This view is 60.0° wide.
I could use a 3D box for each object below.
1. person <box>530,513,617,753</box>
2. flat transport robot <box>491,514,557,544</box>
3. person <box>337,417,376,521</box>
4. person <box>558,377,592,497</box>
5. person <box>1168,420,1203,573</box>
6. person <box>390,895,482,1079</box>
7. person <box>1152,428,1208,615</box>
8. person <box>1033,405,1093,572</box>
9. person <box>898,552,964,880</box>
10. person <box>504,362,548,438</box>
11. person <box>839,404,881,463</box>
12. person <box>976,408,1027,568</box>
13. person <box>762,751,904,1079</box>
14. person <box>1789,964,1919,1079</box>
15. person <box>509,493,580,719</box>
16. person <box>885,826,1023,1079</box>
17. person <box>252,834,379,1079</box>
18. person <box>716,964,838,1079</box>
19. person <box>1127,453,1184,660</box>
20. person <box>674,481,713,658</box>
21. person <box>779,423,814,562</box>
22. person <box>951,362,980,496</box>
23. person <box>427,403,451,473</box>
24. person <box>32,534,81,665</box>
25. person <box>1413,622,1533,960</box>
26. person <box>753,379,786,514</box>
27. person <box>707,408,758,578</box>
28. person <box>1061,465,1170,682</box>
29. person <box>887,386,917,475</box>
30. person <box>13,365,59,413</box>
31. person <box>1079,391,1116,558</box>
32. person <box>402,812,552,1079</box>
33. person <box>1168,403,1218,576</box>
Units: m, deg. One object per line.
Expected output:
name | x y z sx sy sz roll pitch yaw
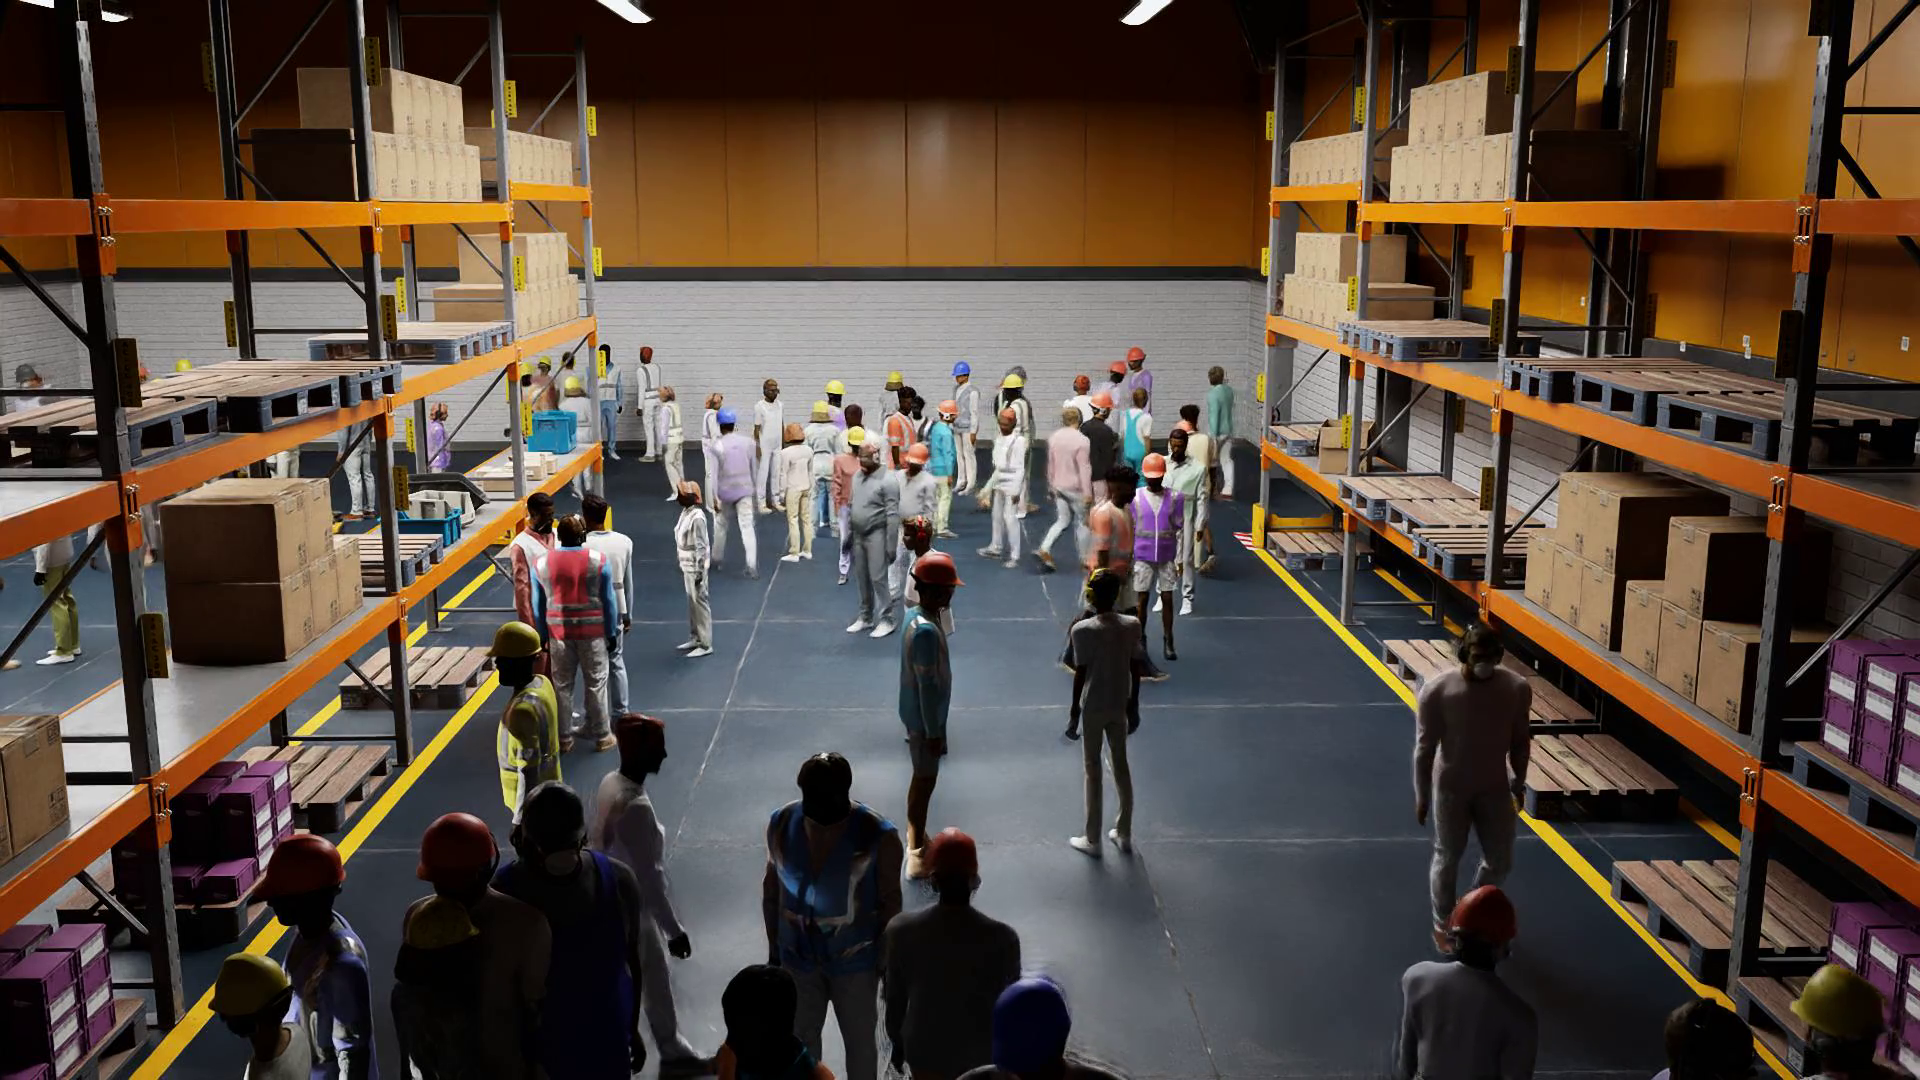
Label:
person | -2.896 0.706 12.591 0.621 1.845 0.429 0 11 -2
flat transport robot | -5.637 -0.175 20.964 0.652 0.197 1.431 1 11 6
person | -7.995 -1.213 21.974 0.373 1.940 0.628 4 12 19
person | -5.491 -1.466 23.774 0.512 1.721 0.402 -8 14 -35
person | 2.542 -0.485 18.819 0.569 1.743 0.365 -6 13 -28
person | -1.816 2.097 5.902 0.322 1.736 0.487 -9 14 -38
person | 2.221 -0.195 16.947 0.593 1.911 0.385 6 13 26
person | 1.210 -0.561 18.827 0.782 1.904 0.735 -9 14 -38
person | -0.177 1.076 10.264 0.407 2.035 0.609 -1 11 -4
person | -6.381 -1.683 24.498 0.596 1.871 0.996 6 13 27
person | -1.118 -0.620 19.092 0.688 1.896 0.475 10 15 40
person | 0.509 -0.619 19.220 0.360 1.857 0.803 -6 13 -28
person | -0.560 1.790 7.174 0.624 1.838 0.430 3 12 16
person | 2.724 2.220 5.123 0.606 1.811 0.775 -3 12 -17
person | -3.332 0.556 13.195 0.404 1.906 0.598 4 12 18
person | -0.011 1.976 6.511 0.608 1.721 0.412 4 12 21
person | -2.283 1.978 5.975 0.358 1.938 0.542 -8 14 -35
person | -0.534 2.171 5.073 0.399 1.913 0.589 -11 15 -42
person | 1.769 0.151 15.183 0.549 1.924 0.387 0 11 0
person | -2.457 0.261 15.338 0.310 1.636 0.523 -5 12 -23
person | -1.913 -0.560 19.488 0.278 1.627 0.501 9 14 38
person | 0.055 -1.600 23.920 0.416 1.939 0.605 -7 13 -30
person | -6.713 -0.958 21.471 0.319 1.631 0.524 -5 13 -26
person | -8.242 0.170 15.066 0.364 1.928 0.586 -2 11 -11
person | 2.781 1.369 9.068 0.653 1.921 0.455 0 11 1
person | -2.570 -1.263 22.496 0.347 1.839 0.500 10 15 42
person | -2.548 -0.535 18.700 0.612 1.901 0.991 -6 13 -27
person | 1.326 0.292 14.514 1.025 1.905 0.640 8 14 33
person | -0.697 -0.918 20.440 0.374 1.960 0.600 3 12 15
person | -13.046 -1.556 23.433 0.763 2.000 1.057 2 11 9
person | 1.622 -0.745 19.483 0.396 1.993 0.617 -6 13 -29
person | -1.761 1.935 6.082 0.617 1.986 0.408 3 12 14
person | 2.644 -0.559 18.732 0.632 1.940 0.851 -3 12 -13
